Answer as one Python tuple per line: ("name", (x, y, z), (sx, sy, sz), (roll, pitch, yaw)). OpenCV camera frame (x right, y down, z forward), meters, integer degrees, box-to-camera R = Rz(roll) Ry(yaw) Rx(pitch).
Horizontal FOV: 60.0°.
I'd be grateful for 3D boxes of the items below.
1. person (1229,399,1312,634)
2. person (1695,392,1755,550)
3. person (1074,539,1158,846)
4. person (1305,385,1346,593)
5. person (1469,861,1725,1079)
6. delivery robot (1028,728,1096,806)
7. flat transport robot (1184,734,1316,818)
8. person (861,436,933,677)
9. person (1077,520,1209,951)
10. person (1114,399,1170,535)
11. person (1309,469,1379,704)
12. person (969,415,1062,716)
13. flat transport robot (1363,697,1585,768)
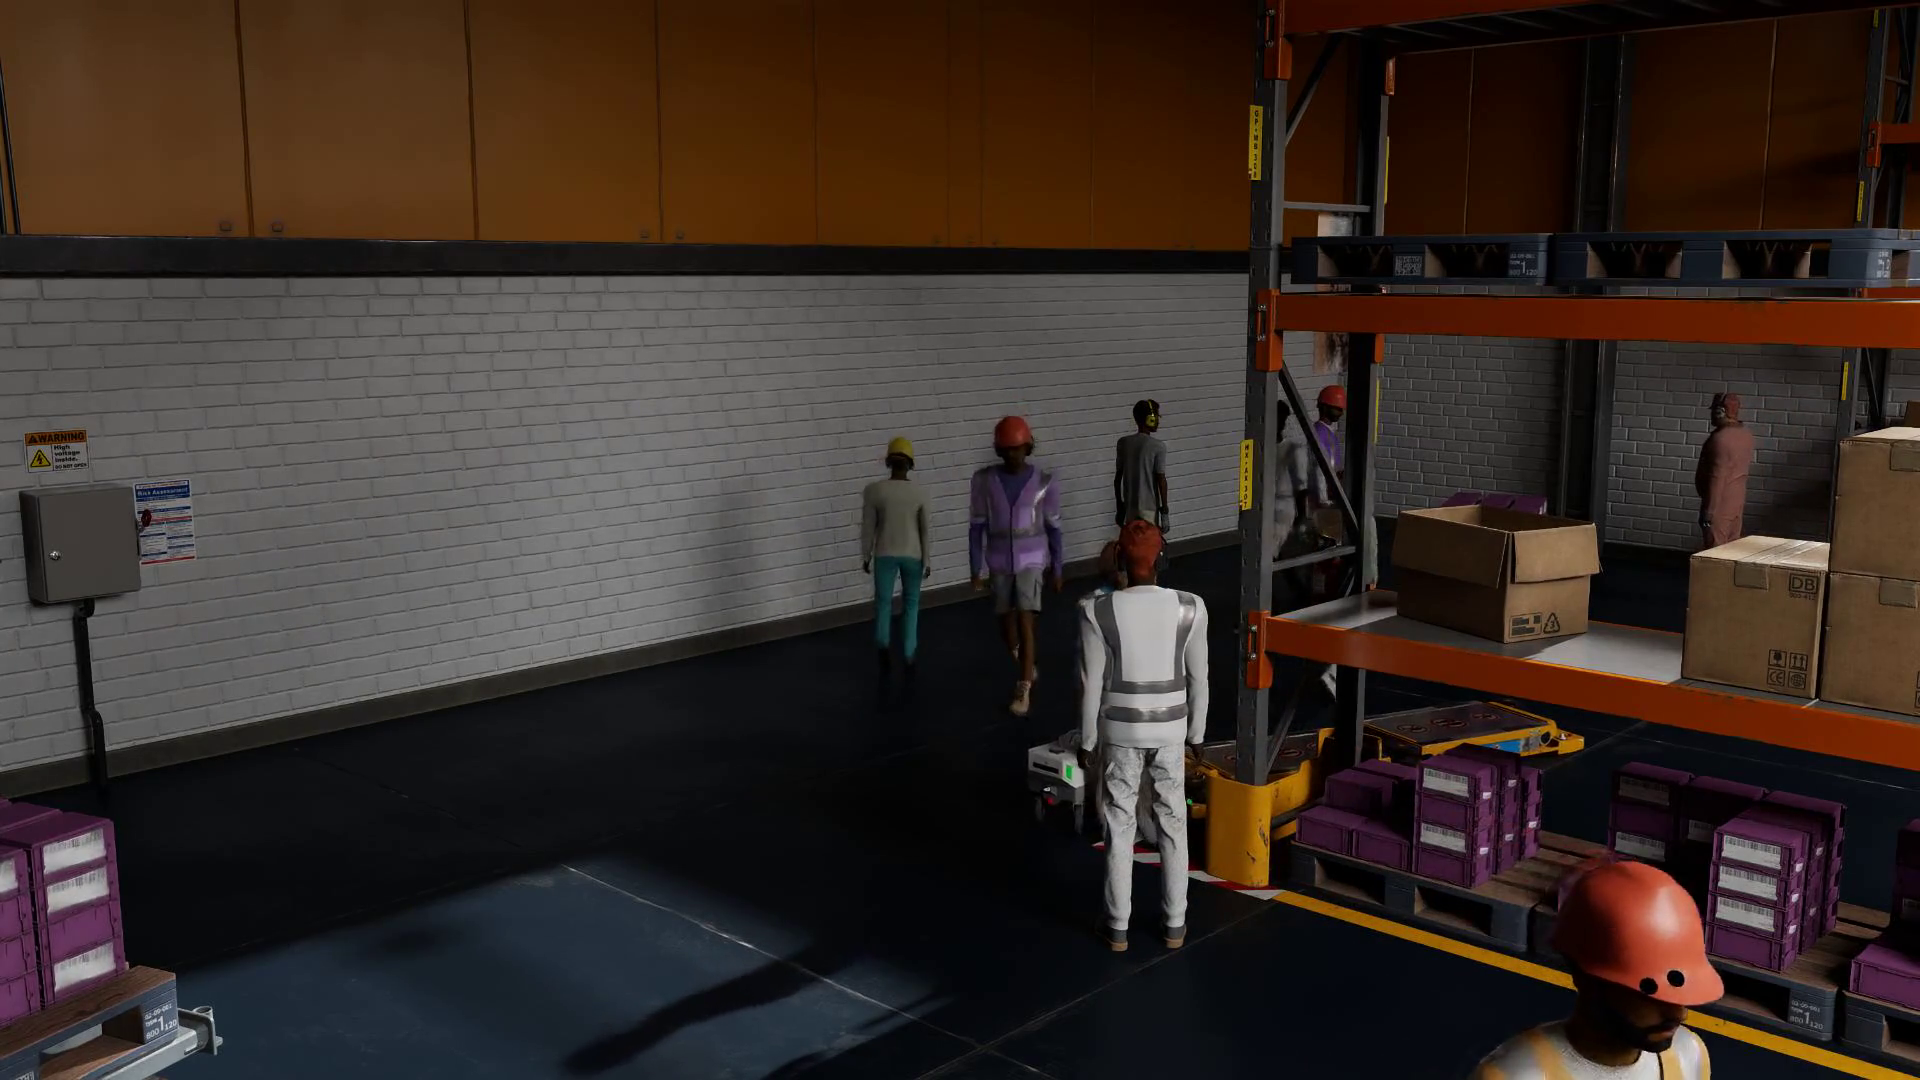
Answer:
("person", (2.626, -0.219, 13.671), (0.994, 1.916, 0.608), (-7, 11, -35))
("person", (6.468, -0.302, 14.179), (0.652, 1.906, 0.402), (-9, 13, -43))
("person", (0.799, 0.782, 8.419), (0.534, 1.610, 0.446), (-3, 10, -20))
("person", (3.245, -0.410, 14.775), (0.373, 1.928, 0.543), (2, 10, 13))
("person", (1.143, 1.501, 3.097), (0.546, 1.923, 0.476), (-3, 10, -20))
("delivery robot", (0.691, 1.180, 8.933), (0.707, 0.478, 0.477), (-9, 13, -44))
("flat transport robot", (1.753, 1.297, 9.372), (1.431, 0.197, 0.652), (-4, 10, -23))
("person", (-0.461, 0.119, 12.100), (0.528, 1.740, 0.742), (0, 9, 2))
("person", (0.787, 0.846, 7.200), (0.572, 1.886, 0.353), (-1, 9, -4))
("person", (1.535, -0.244, 13.948), (0.531, 1.865, 0.310), (8, 12, 39))
("person", (2.542, 0.331, 11.134), (0.476, 1.623, 0.536), (-8, 12, -41))
("person", (0.390, 0.126, 11.298), (0.634, 2.004, 0.895), (2, 10, 14))
("flat transport robot", (3.009, 1.185, 10.058), (1.431, 0.197, 0.652), (-5, 10, -26))
